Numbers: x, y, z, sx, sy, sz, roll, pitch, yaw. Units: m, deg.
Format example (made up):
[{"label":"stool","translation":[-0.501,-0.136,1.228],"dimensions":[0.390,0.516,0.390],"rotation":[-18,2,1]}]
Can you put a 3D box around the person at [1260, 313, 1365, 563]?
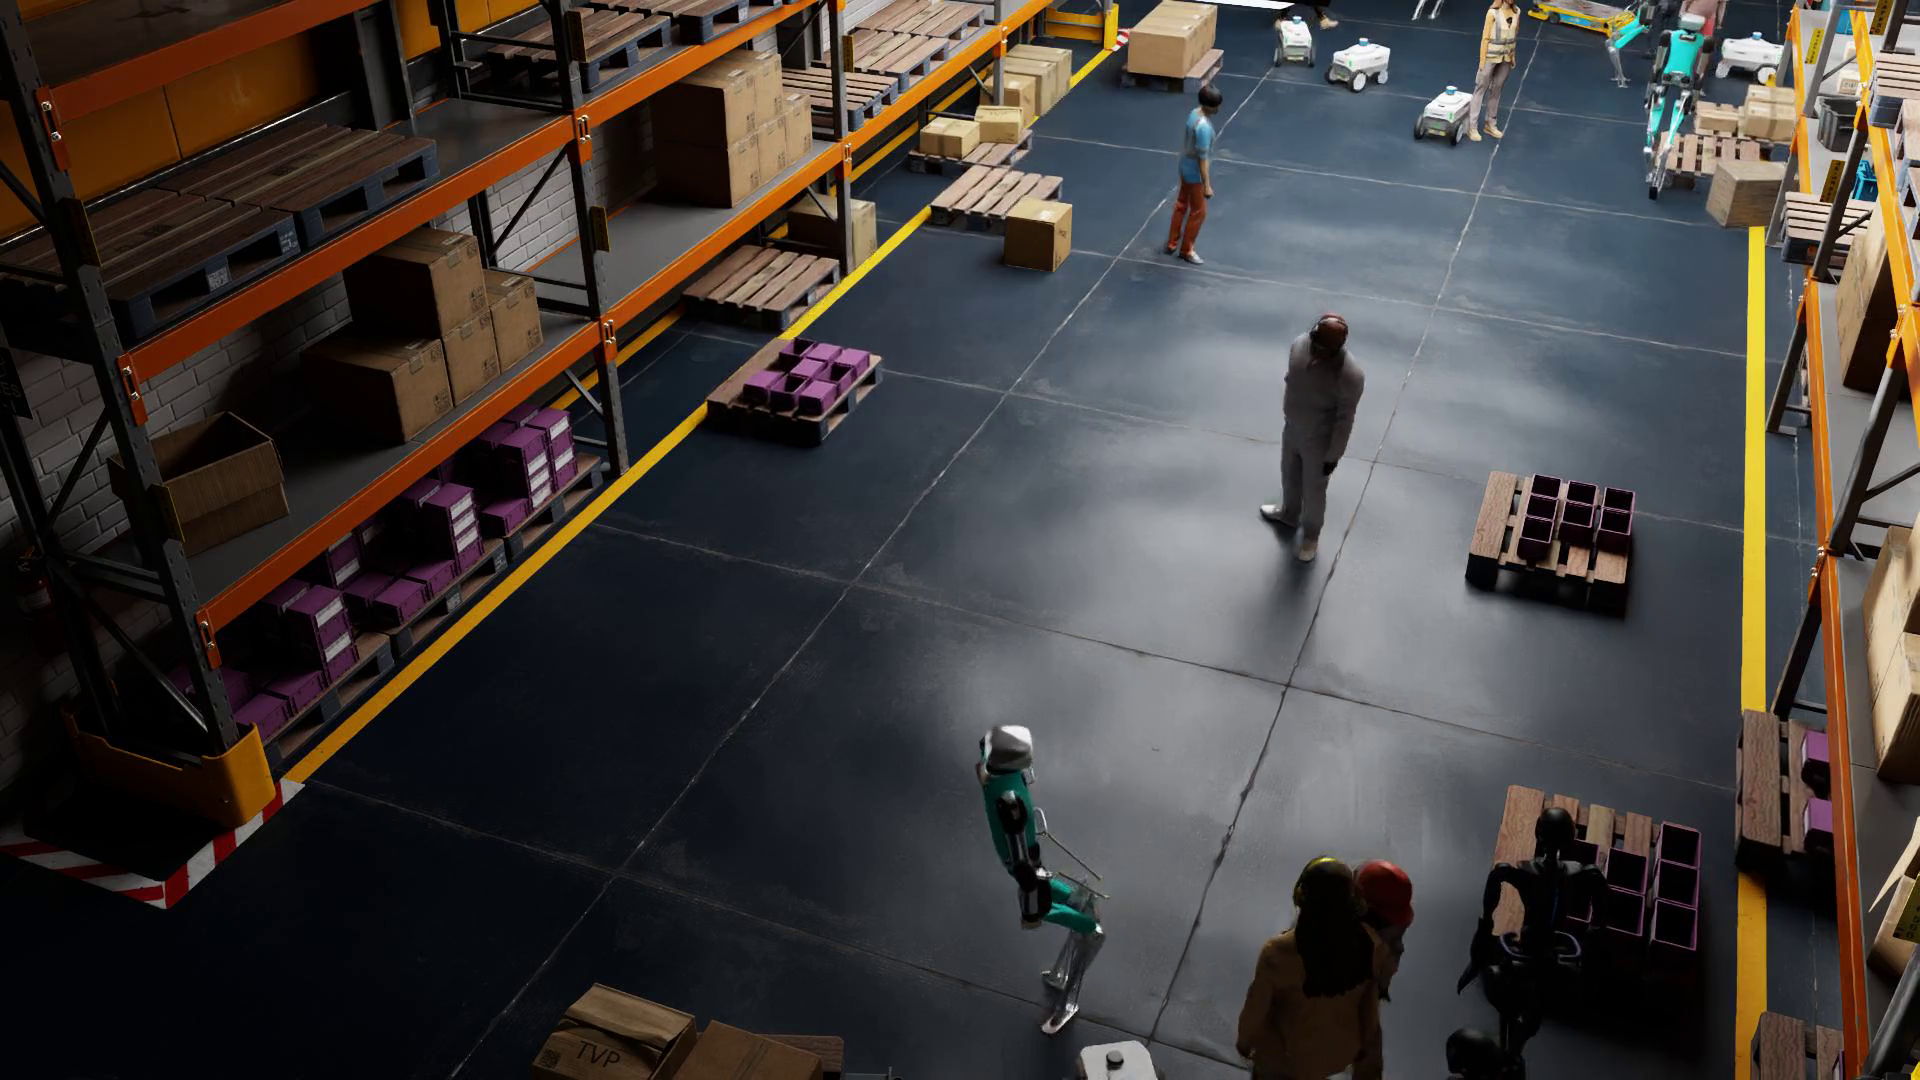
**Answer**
[{"label":"person","translation":[2.355,-0.751,11.284],"dimensions":[0.452,1.869,0.794],"rotation":[-17,36,-24]}]

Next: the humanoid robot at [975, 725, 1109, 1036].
[{"label":"humanoid robot","translation":[0.456,1.564,7.809],"dimensions":[0.780,1.757,0.536],"rotation":[-5,33,-8]}]

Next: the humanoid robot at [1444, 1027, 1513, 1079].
[{"label":"humanoid robot","translation":[1.919,2.528,6.390],"dimensions":[0.595,1.646,0.387],"rotation":[-26,41,-35]}]

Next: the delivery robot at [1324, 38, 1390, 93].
[{"label":"delivery robot","translation":[4.879,-5.809,20.337],"dimensions":[0.811,0.614,0.499],"rotation":[-20,38,-27]}]

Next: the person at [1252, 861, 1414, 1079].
[{"label":"person","translation":[1.654,1.981,7.227],"dimensions":[0.585,1.679,0.805],"rotation":[-10,34,-15]}]

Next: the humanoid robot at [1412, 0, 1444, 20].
[{"label":"humanoid robot","translation":[6.498,-7.914,22.499],"dimensions":[0.530,1.790,0.810],"rotation":[27,41,35]}]

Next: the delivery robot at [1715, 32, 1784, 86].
[{"label":"delivery robot","translation":[9.812,-5.946,20.549],"dimensions":[0.791,0.614,0.499],"rotation":[16,36,23]}]

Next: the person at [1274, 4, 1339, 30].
[{"label":"person","translation":[4.628,-7.542,21.985],"dimensions":[0.865,1.640,0.547],"rotation":[5,33,8]}]

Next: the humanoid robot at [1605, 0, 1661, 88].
[{"label":"humanoid robot","translation":[8.112,-6.347,20.064],"dimensions":[0.697,1.781,0.530],"rotation":[9,34,13]}]

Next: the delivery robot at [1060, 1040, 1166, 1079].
[{"label":"delivery robot","translation":[0.731,2.585,7.344],"dimensions":[0.499,0.613,0.803],"rotation":[-5,33,-8]}]

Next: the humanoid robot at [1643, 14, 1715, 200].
[{"label":"humanoid robot","translation":[7.289,-4.397,17.108],"dimensions":[0.549,1.834,0.885],"rotation":[14,35,20]}]

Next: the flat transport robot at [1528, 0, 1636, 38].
[{"label":"flat transport robot","translation":[8.537,-7.117,22.606],"dimensions":[0.659,0.231,1.431],"rotation":[-25,40,-33]}]

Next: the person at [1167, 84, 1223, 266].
[{"label":"person","translation":[2.181,-3.459,15.592],"dimensions":[0.372,1.735,0.671],"rotation":[-2,33,-3]}]

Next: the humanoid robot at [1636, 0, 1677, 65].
[{"label":"humanoid robot","translation":[8.819,-6.793,20.807],"dimensions":[0.396,1.655,0.593],"rotation":[7,34,11]}]

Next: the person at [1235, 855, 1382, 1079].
[{"label":"person","translation":[1.475,2.111,6.872],"dimensions":[0.568,1.848,0.734],"rotation":[-12,35,-18]}]

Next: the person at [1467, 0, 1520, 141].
[{"label":"person","translation":[5.959,-5.336,18.458],"dimensions":[0.462,1.778,0.305],"rotation":[-13,35,-19]}]

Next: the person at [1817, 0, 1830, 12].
[{"label":"person","translation":[10.921,-6.796,20.637],"dimensions":[0.530,1.865,0.378],"rotation":[0,33,0]}]

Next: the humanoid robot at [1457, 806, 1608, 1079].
[{"label":"humanoid robot","translation":[2.548,1.929,7.363],"dimensions":[0.615,1.633,0.727],"rotation":[1,33,1]}]

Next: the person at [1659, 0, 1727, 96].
[{"label":"person","translation":[8.856,-6.244,19.909],"dimensions":[0.537,1.719,0.731],"rotation":[-4,33,-6]}]

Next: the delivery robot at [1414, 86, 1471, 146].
[{"label":"delivery robot","translation":[5.479,-4.792,18.761],"dimensions":[0.499,0.612,0.784],"rotation":[19,37,27]}]

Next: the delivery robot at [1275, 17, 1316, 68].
[{"label":"delivery robot","translation":[4.253,-6.327,21.123],"dimensions":[0.499,0.597,0.779],"rotation":[2,33,3]}]
